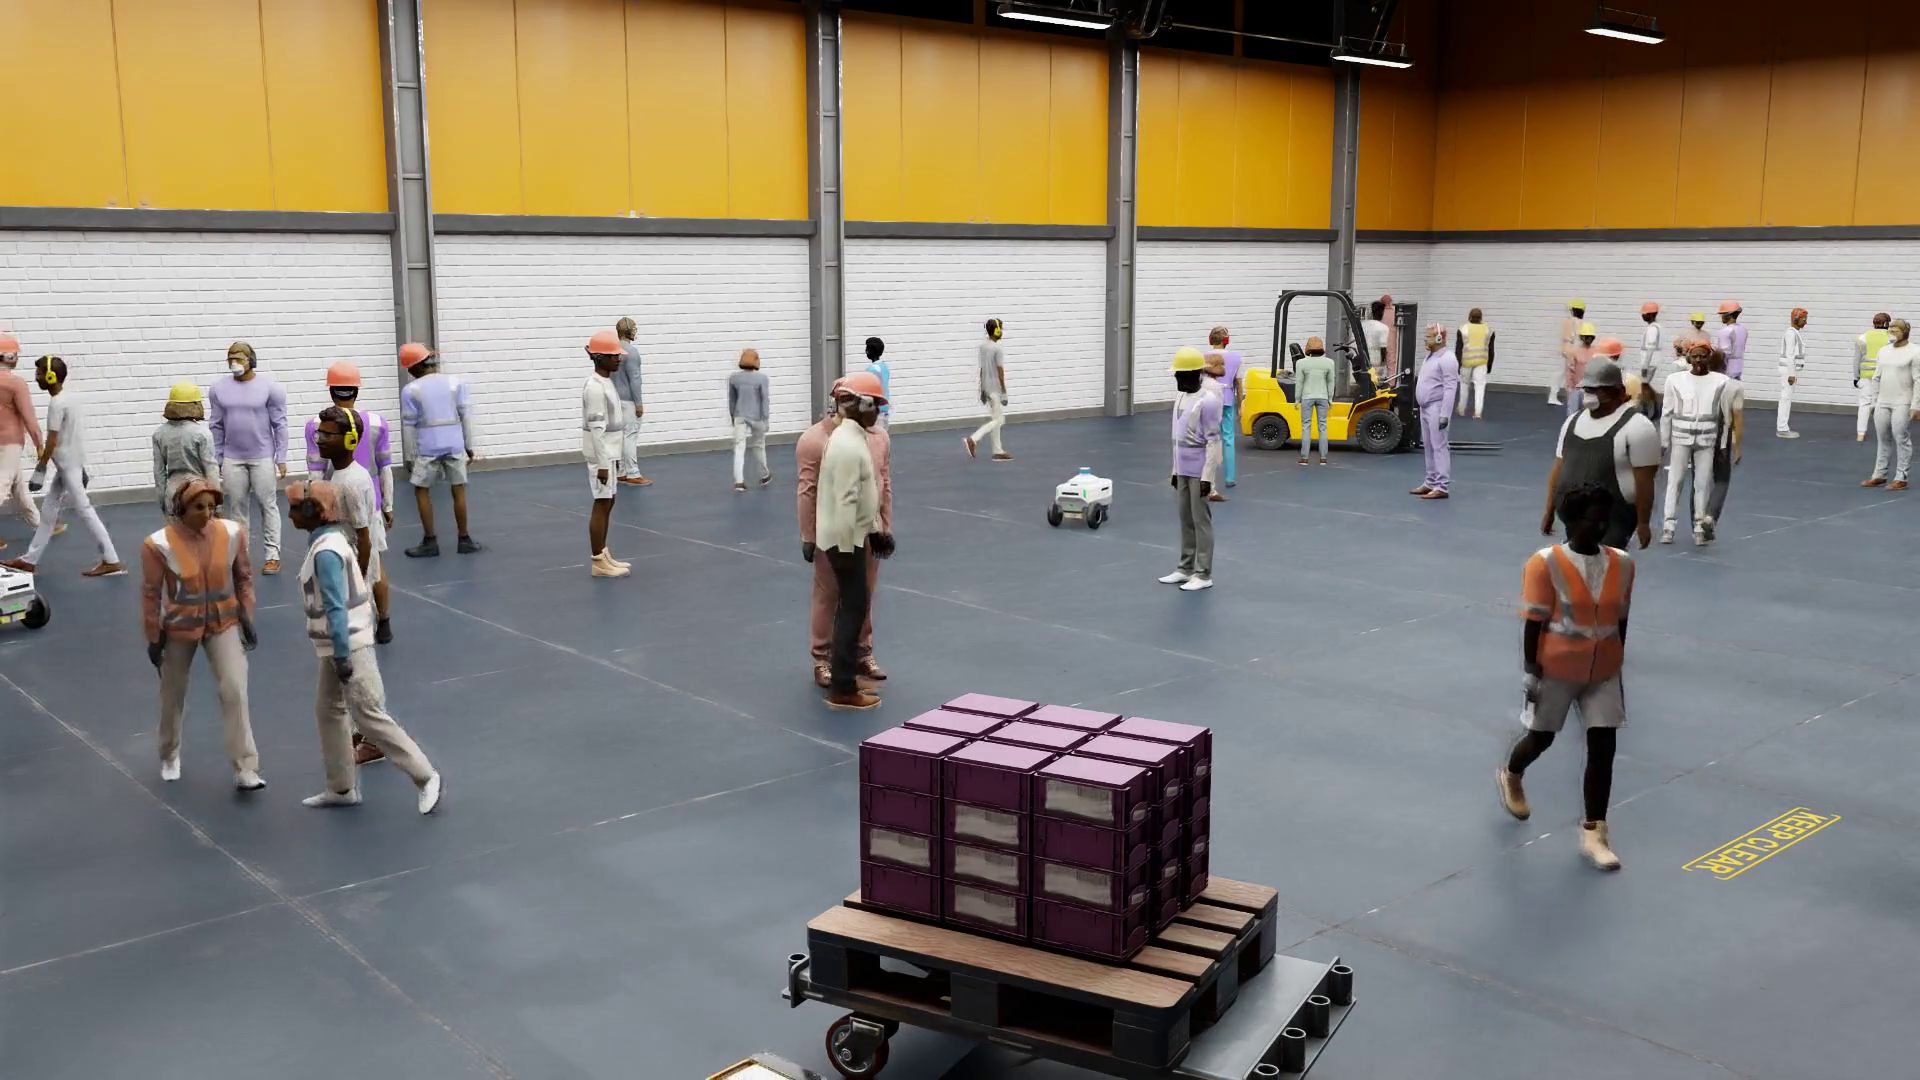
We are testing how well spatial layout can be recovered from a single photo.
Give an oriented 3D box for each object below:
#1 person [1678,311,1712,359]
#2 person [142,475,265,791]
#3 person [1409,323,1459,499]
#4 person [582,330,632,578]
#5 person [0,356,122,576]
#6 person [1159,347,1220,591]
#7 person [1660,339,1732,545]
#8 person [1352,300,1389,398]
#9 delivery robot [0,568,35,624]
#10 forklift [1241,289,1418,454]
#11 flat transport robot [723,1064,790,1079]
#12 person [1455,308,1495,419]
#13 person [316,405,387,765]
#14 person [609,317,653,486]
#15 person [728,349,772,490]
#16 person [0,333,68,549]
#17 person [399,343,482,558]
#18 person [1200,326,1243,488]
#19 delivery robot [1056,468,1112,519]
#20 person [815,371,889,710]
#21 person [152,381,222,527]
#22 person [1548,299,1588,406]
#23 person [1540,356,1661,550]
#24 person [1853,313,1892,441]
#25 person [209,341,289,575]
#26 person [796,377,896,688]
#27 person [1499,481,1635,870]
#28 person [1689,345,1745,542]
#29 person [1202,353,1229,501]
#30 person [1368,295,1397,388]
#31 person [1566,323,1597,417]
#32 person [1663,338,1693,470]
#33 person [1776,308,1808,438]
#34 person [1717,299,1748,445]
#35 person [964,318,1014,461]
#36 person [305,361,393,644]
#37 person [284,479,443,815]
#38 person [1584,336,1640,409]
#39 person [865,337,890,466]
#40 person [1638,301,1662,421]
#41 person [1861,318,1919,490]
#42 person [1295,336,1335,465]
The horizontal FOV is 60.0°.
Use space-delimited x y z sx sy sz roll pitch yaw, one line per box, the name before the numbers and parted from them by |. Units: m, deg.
person | 12.018 -2.863 27.165 0.525 1.754 0.365 -1 10 -3
person | -3.723 0.464 8.185 0.525 1.564 0.915 -8 13 -40
person | 5.164 -1.403 18.147 0.403 1.906 0.652 -1 10 -5
person | -2.895 -0.696 13.657 0.395 2.038 0.607 -1 10 -4
person | -7.401 -0.577 13.567 0.958 1.825 0.515 -4 11 -23
person | 1.833 -0.561 13.165 0.383 1.924 0.589 -3 10 -19
person | 6.705 -0.887 15.200 0.584 1.879 0.337 3 10 20
person | 6.564 -2.867 26.612 0.751 1.949 0.622 -7 12 -37
delivery robot | -6.851 0.339 11.625 0.707 0.478 0.477 3 10 18
forklift | 5.034 -2.339 22.783 2.313 2.155 1.214 3 10 16
flat transport robot | -0.372 1.750 4.467 1.431 0.197 0.652 8 13 40
person | 8.388 -2.878 27.135 0.647 1.790 0.978 1 10 5
person | -3.181 0.235 8.649 0.316 1.875 0.531 -4 11 -24
person | -3.829 -1.588 19.138 0.372 1.940 0.627 -8 13 -39
person | -2.388 -1.375 18.899 0.518 1.580 0.850 2 10 13
person | -8.639 -0.899 15.118 0.653 1.937 1.041 4 11 23
person | -4.594 -0.795 14.683 0.704 1.886 0.381 -6 12 -33
person | 2.934 -1.505 18.942 0.564 1.839 0.396 1 10 7
delivery robot | 1.226 -0.469 16.355 0.477 0.478 0.707 5 11 28
person | -0.623 0.001 9.737 0.443 1.970 0.648 -1 10 -7
person | -5.564 -0.278 12.036 0.490 1.743 0.324 2 10 11
person | 10.836 -3.295 29.300 0.983 1.872 0.605 -2 10 -11
person | 4.007 -0.196 10.689 0.984 2.000 0.703 -5 11 -25
person | 13.042 -2.306 23.644 0.619 1.839 0.430 8 12 38
person | -5.877 -0.672 13.770 0.629 1.940 0.379 0 10 -1
person | -0.680 -0.054 10.249 0.652 1.906 0.402 -6 11 -31
person | 2.701 0.547 7.386 0.533 1.671 0.778 -1 10 -7
person | 6.876 -0.864 15.247 0.528 1.819 0.502 6 11 30
person | 2.615 -1.186 17.731 0.519 1.620 0.506 -1 10 -5
person | 8.037 -3.681 31.479 0.643 1.910 0.400 4 10 20
person | 8.357 -2.016 22.228 0.525 1.737 0.786 0 10 0
person | 8.910 -1.666 20.513 0.521 1.630 0.327 -7 12 -36
person | 12.123 -2.435 24.243 0.354 1.887 0.573 5 11 27
person | 10.640 -2.314 23.090 0.615 2.038 0.395 -8 13 -39
person | 0.387 -1.913 21.287 0.703 1.850 0.533 -5 11 -25
person | -4.120 -0.239 11.243 0.550 1.935 0.375 -6 11 -30
person | -2.820 0.501 7.891 0.620 1.610 0.545 -4 11 -23
person | 5.939 -0.912 15.265 0.443 1.918 0.551 -9 13 -41
person | -0.985 -1.531 19.506 0.316 1.697 0.542 2 10 14
person | 10.934 -2.819 26.365 0.437 1.932 0.576 5 11 29
person | 10.573 -1.531 18.800 0.352 1.937 0.635 -3 10 -19
person | 4.477 -1.759 21.031 0.497 1.632 0.289 0 10 0
